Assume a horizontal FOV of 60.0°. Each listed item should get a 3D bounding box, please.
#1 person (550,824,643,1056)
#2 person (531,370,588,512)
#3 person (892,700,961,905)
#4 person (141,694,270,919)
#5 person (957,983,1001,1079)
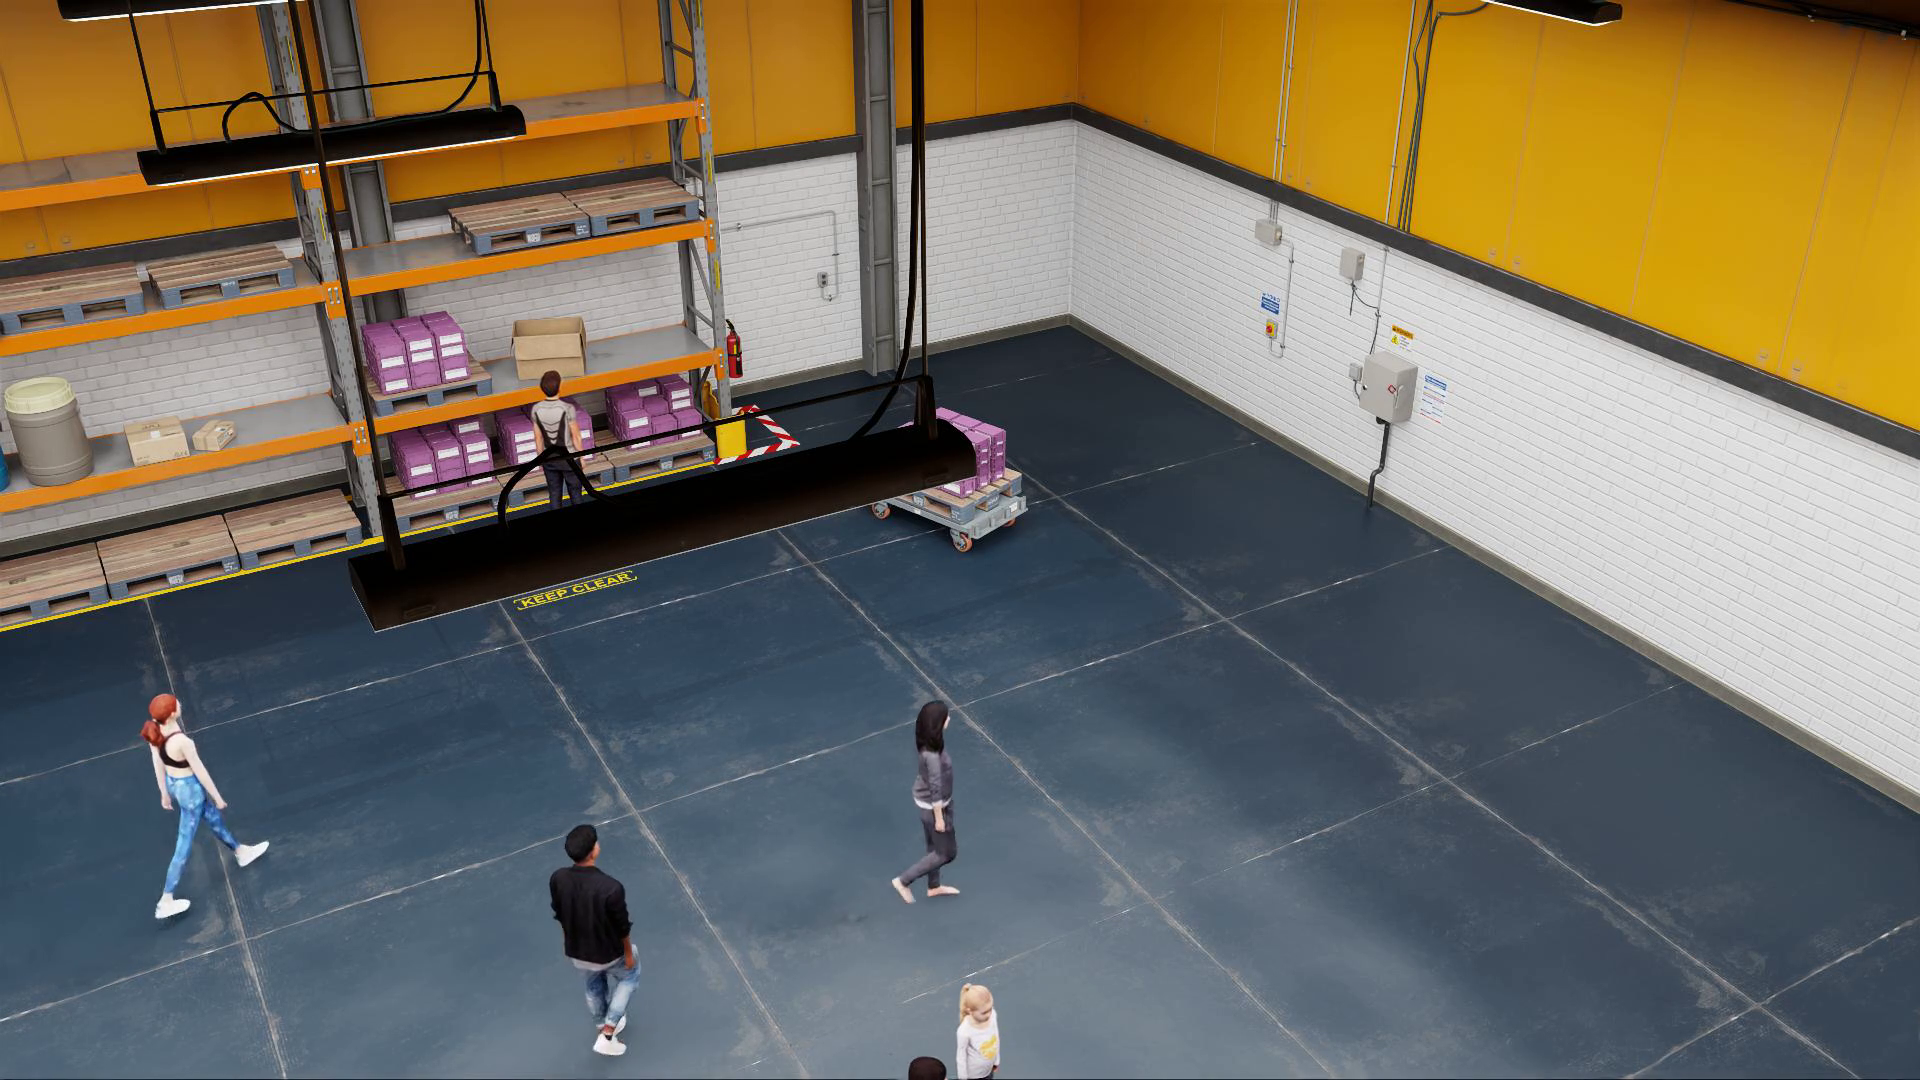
[{"bbox_3d":[-2.382,2.652,10.743,0.879,1.806,0.936,9,30,17],"label":"person"},{"bbox_3d":[-4.095,-0.845,17.060,0.693,1.896,0.800,1,29,3],"label":"person"},{"bbox_3d":[-0.276,1.950,12.089,0.840,1.750,0.732,-6,29,-11],"label":"person"},{"bbox_3d":[-5.676,1.953,12.101,1.029,1.734,1.293,14,32,24],"label":"person"},{"bbox_3d":[0.096,3.230,10.237,0.485,1.276,0.587,-25,37,-38],"label":"person"}]
